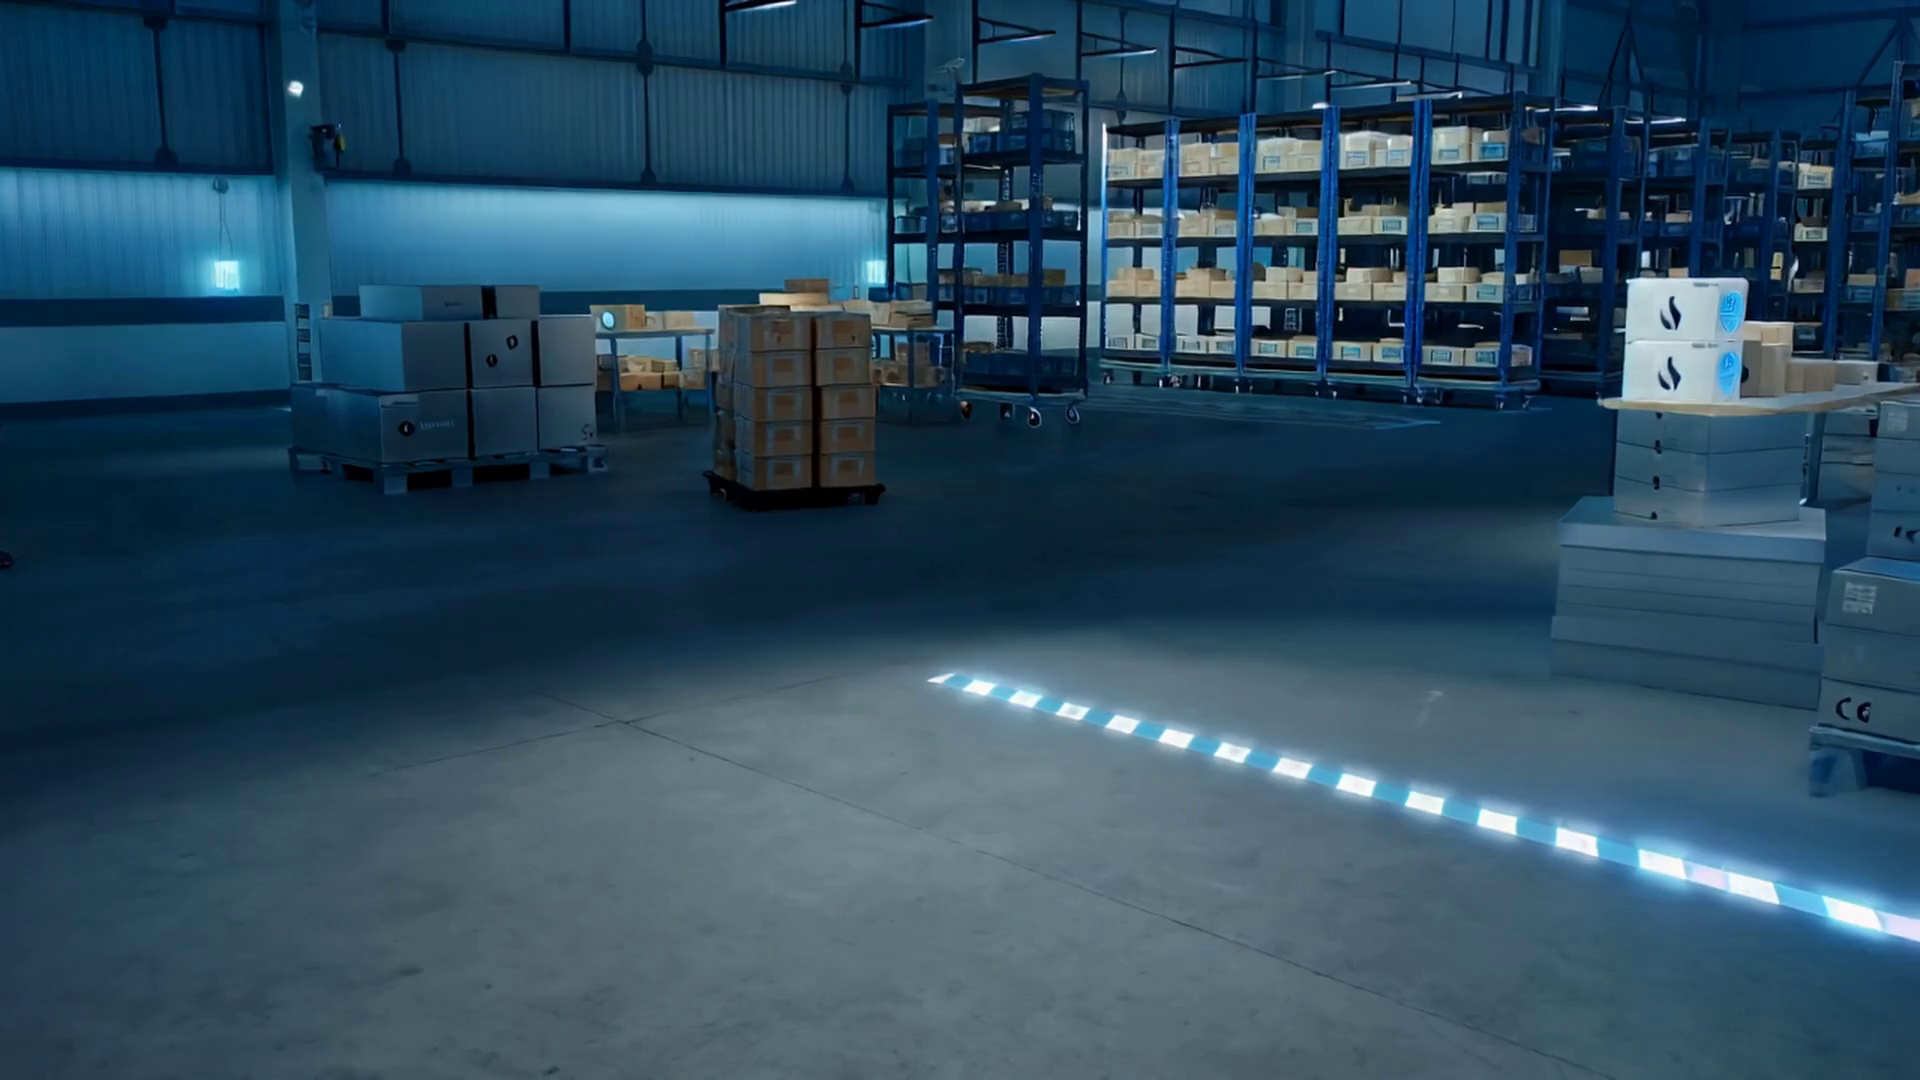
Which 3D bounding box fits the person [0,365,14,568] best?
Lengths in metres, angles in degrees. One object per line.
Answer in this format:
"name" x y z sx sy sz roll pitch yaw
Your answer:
"person" -5.552 -0.775 9.075 0.602 1.947 0.391 -3 10 -16
